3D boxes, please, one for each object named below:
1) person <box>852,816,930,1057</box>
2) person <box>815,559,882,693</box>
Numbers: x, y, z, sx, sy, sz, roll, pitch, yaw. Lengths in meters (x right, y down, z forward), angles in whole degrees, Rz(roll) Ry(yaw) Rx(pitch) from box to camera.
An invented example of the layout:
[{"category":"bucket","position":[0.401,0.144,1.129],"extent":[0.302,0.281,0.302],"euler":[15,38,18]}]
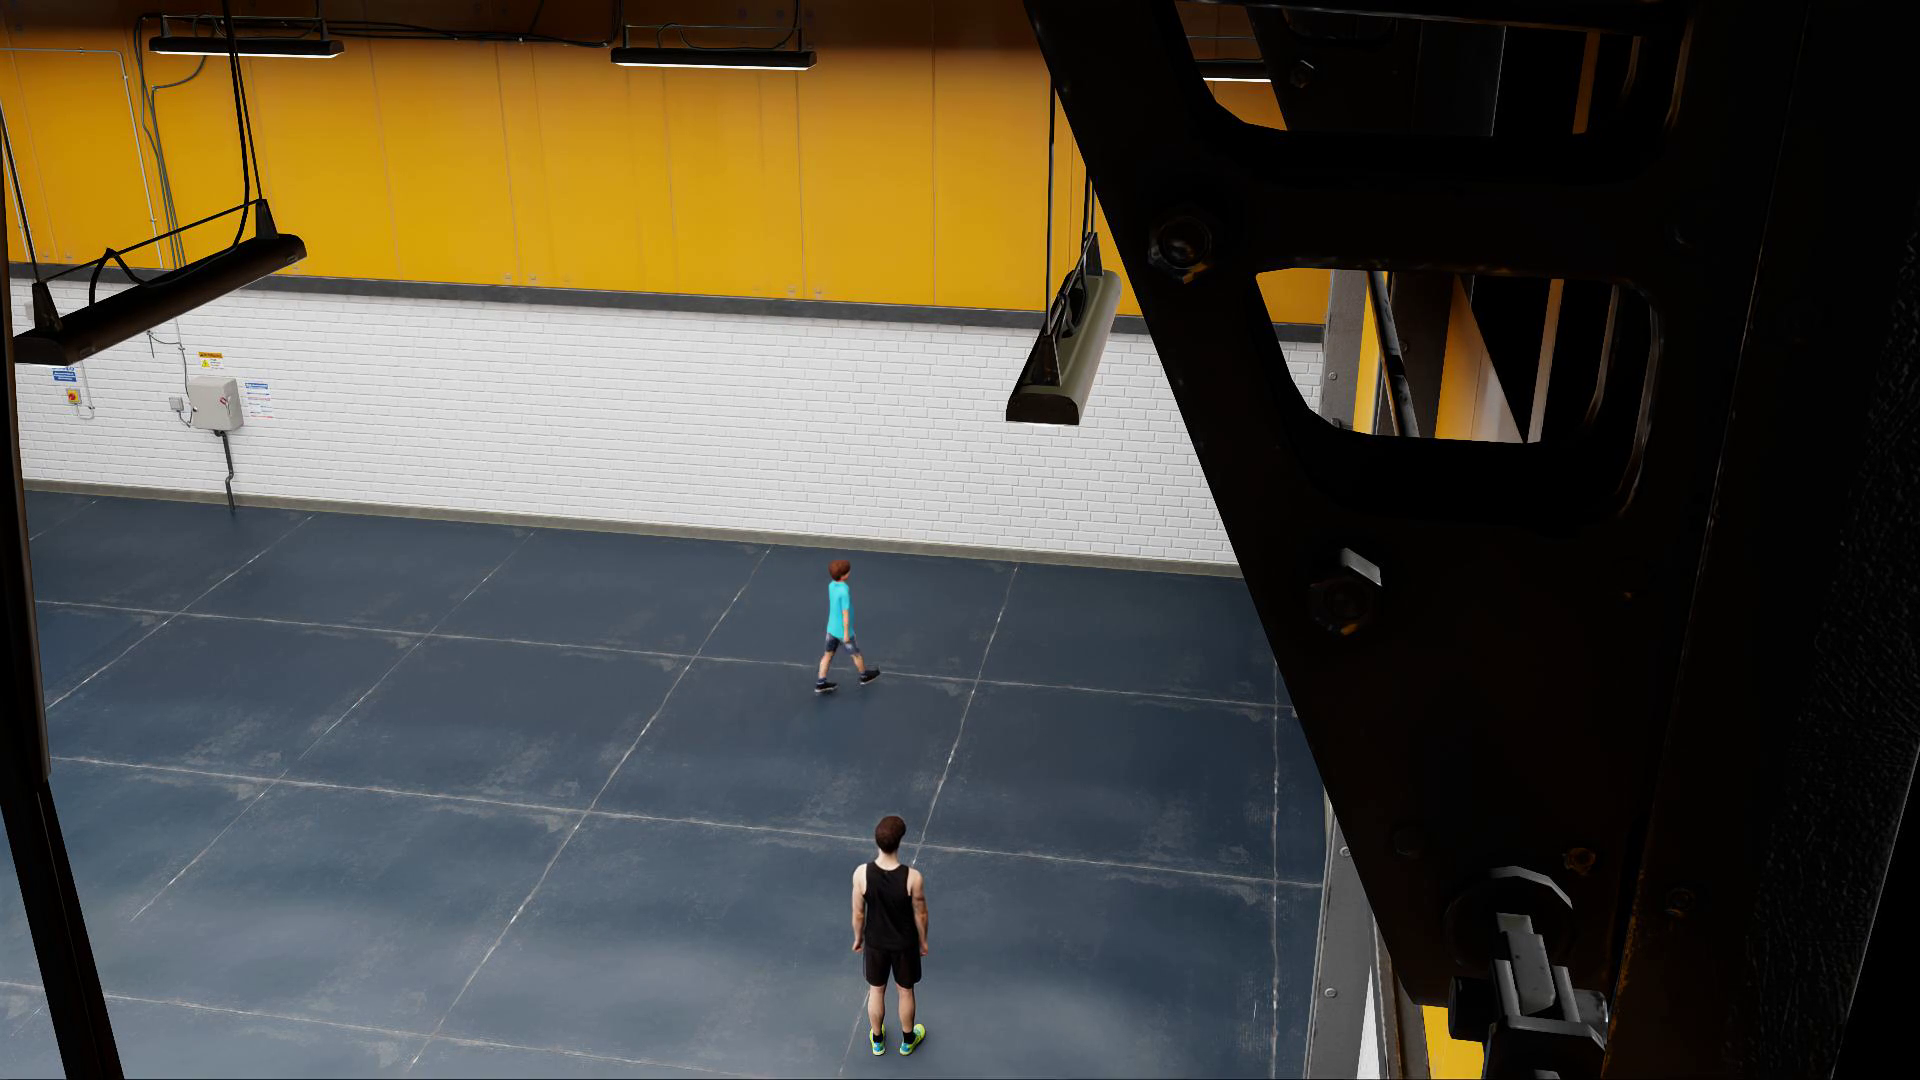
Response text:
[{"category":"person","position":[-0.484,2.761,11.547],"extent":[0.705,1.891,0.589],"euler":[2,24,5]},{"category":"person","position":[-1.244,0.876,16.456],"extent":[0.971,1.412,0.921],"euler":[-15,28,-31]}]
